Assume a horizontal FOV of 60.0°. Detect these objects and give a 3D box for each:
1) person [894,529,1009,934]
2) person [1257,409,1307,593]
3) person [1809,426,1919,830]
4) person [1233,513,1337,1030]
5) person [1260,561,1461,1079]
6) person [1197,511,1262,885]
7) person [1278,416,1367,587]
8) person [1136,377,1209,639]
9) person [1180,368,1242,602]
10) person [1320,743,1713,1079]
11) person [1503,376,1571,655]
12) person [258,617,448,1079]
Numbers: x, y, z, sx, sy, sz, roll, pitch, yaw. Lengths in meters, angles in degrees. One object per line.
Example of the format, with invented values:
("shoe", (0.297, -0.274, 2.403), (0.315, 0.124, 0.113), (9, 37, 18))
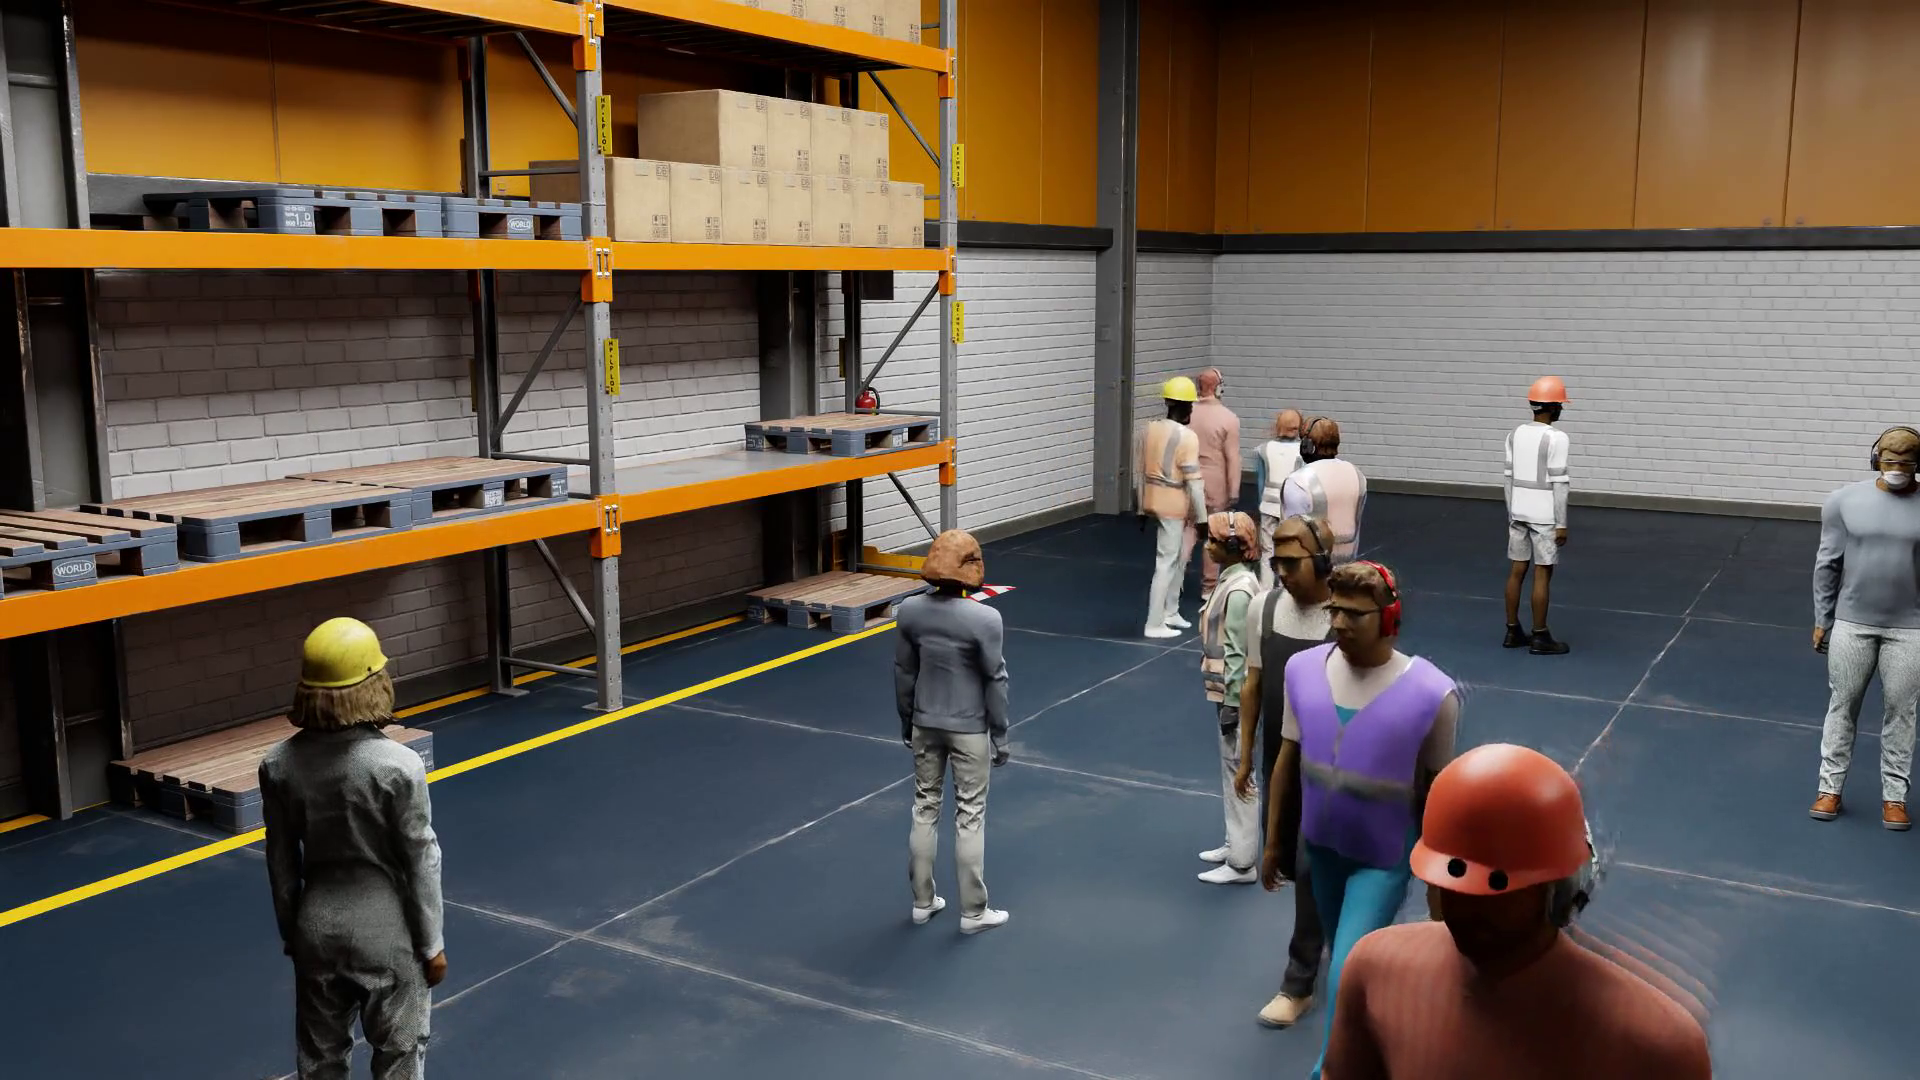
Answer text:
("person", (-0.028, 0.766, 6.707), (0.509, 1.631, 0.267), (6, 11, 31))
("person", (2.522, -0.199, 12.792), (0.527, 1.617, 0.655), (6, 11, 32))
("person", (4.419, 0.415, 7.964), (0.628, 1.935, 0.373), (5, 10, 29))
("person", (1.300, 0.785, 6.031), (0.510, 1.821, 0.766), (7, 12, 39))
("person", (1.247, 0.937, 5.108), (0.914, 1.811, 0.581), (-9, 13, -43))
("person", (1.191, 0.681, 7.253), (0.314, 1.629, 0.509), (1, 9, 4))
("person", (2.026, 0.211, 9.526), (0.635, 1.842, 0.429), (-7, 12, -38))
("person", (1.584, -0.230, 12.081), (0.650, 1.901, 0.618), (-4, 10, -26))
("person", (1.952, -0.429, 13.339), (0.663, 1.895, 0.495), (7, 11, 37))
("person", (0.855, 1.258, 2.704), (0.648, 1.935, 1.052), (9, 13, 44))
("person", (4.044, -0.173, 11.619), (0.375, 1.939, 0.546), (-4, 10, -23))
("person", (-1.612, 1.066, 4.486), (0.486, 1.746, 0.289), (1, 9, 9))
